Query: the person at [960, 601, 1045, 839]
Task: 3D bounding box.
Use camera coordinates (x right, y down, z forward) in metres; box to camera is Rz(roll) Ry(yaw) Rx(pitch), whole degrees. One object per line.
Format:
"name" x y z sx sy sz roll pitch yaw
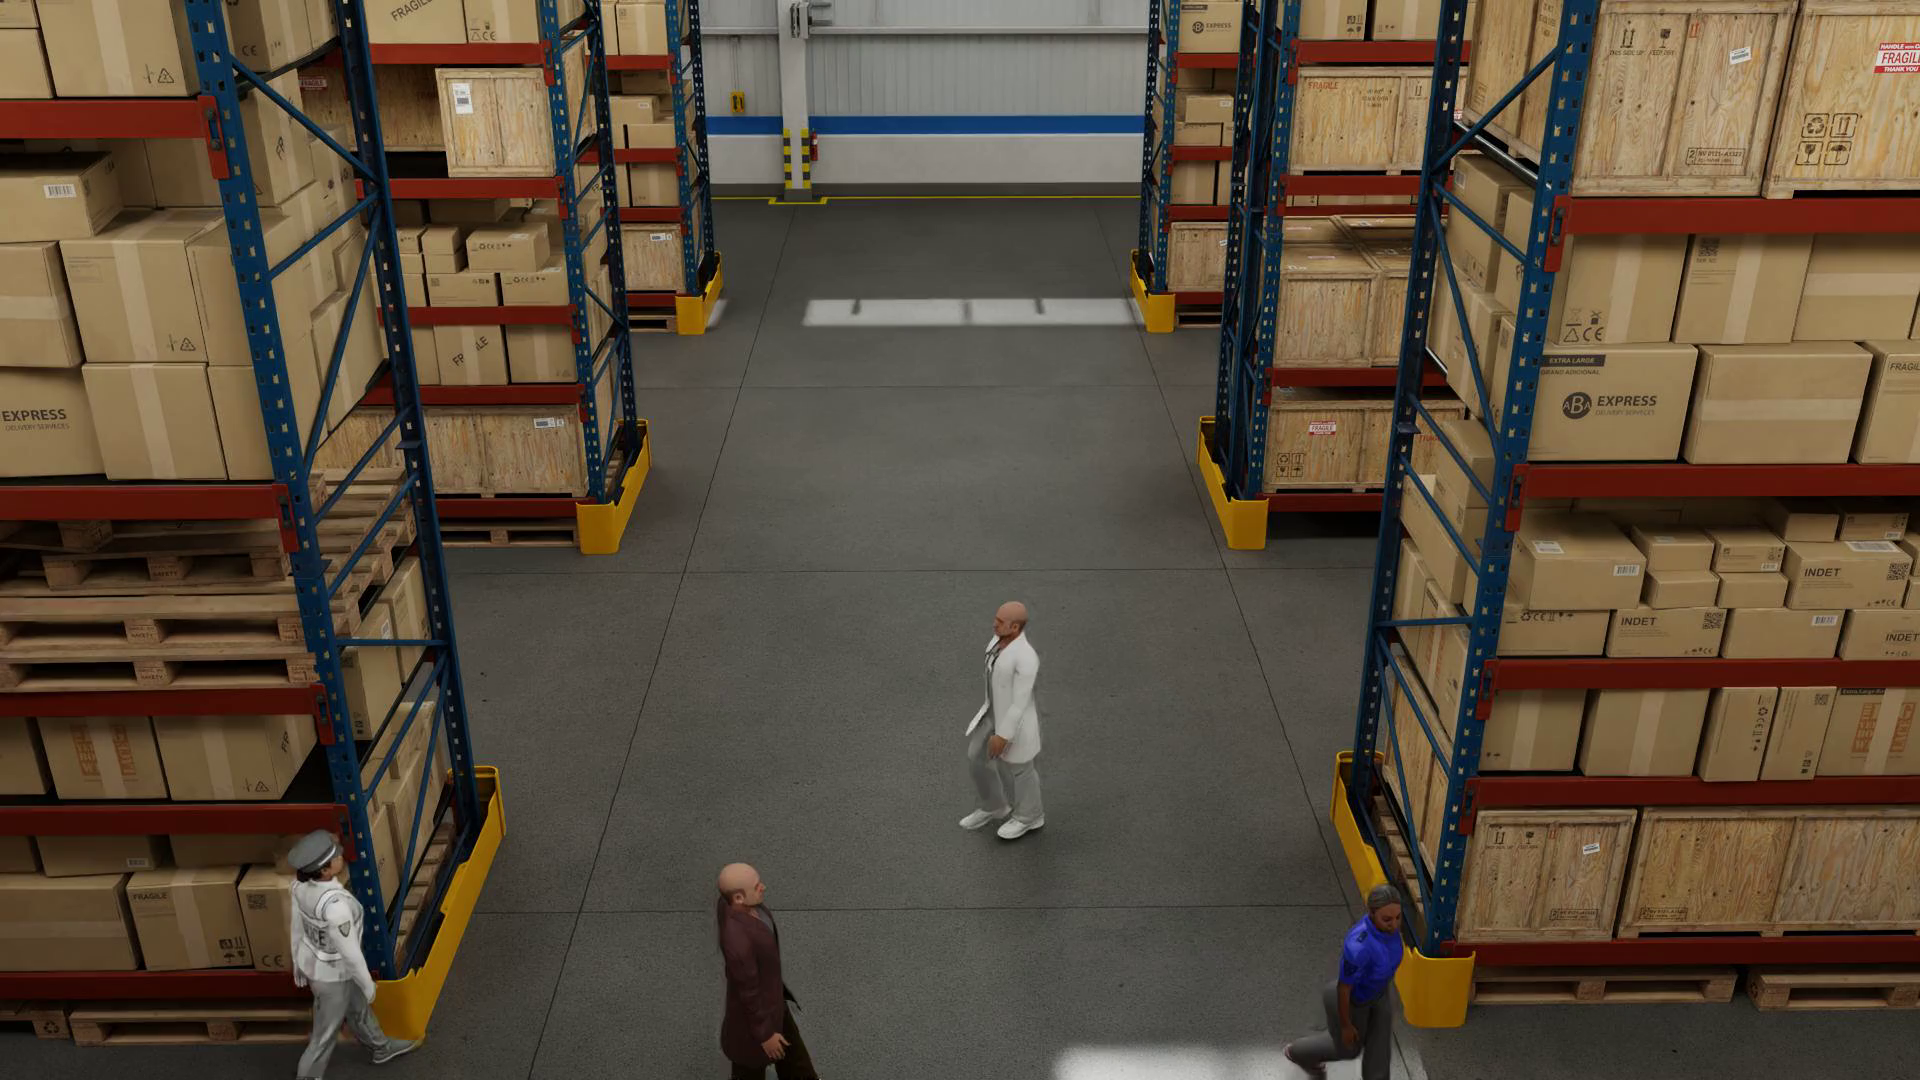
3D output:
"person" 0.320 1.222 11.227 0.545 1.802 0.589 -11 27 -21

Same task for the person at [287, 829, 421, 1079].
"person" -3.374 2.317 9.024 0.822 1.655 0.501 -21 32 -38

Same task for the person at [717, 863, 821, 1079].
"person" -0.932 2.417 8.677 0.753 1.775 0.623 -3 25 -7

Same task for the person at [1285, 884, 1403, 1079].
"person" 2.107 2.423 8.851 0.555 1.610 0.822 -22 33 -38
